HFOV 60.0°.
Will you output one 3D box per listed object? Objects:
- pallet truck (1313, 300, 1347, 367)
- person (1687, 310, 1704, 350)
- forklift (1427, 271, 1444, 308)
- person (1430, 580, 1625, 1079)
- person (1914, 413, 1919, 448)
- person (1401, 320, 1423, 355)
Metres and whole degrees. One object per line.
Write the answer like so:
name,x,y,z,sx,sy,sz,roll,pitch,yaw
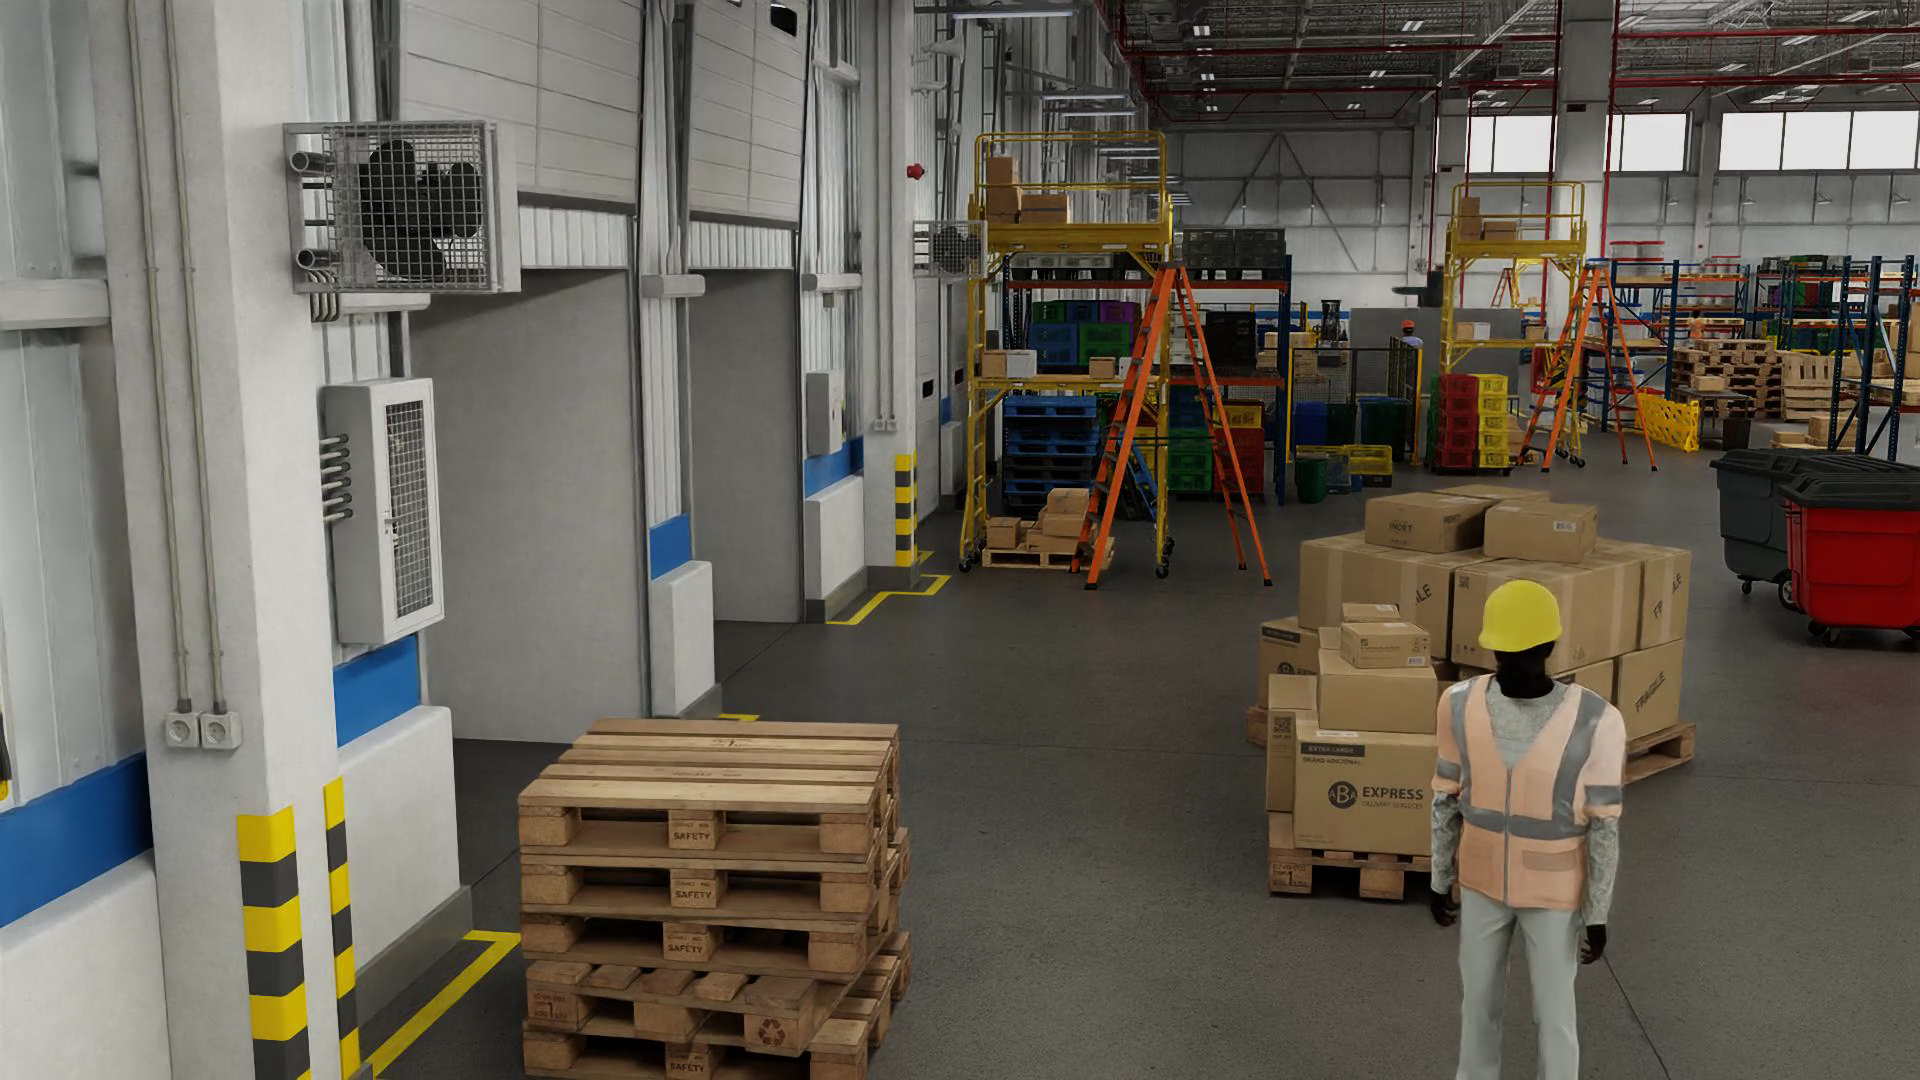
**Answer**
pallet truck,11.159,-6.200,49.718,0.823,1.965,1.885,4,10,26
person,21.854,-6.003,49.460,0.530,1.689,0.321,-2,10,-15
forklift,11.937,-5.361,41.828,1.873,2.768,1.129,1,9,9
person,1.728,1.065,5.169,0.586,1.918,0.398,7,12,37
person,15.573,-2.334,26.688,0.322,1.736,0.487,5,11,29
person,8.389,-3.164,31.208,0.542,1.929,0.369,-2,9,-12
